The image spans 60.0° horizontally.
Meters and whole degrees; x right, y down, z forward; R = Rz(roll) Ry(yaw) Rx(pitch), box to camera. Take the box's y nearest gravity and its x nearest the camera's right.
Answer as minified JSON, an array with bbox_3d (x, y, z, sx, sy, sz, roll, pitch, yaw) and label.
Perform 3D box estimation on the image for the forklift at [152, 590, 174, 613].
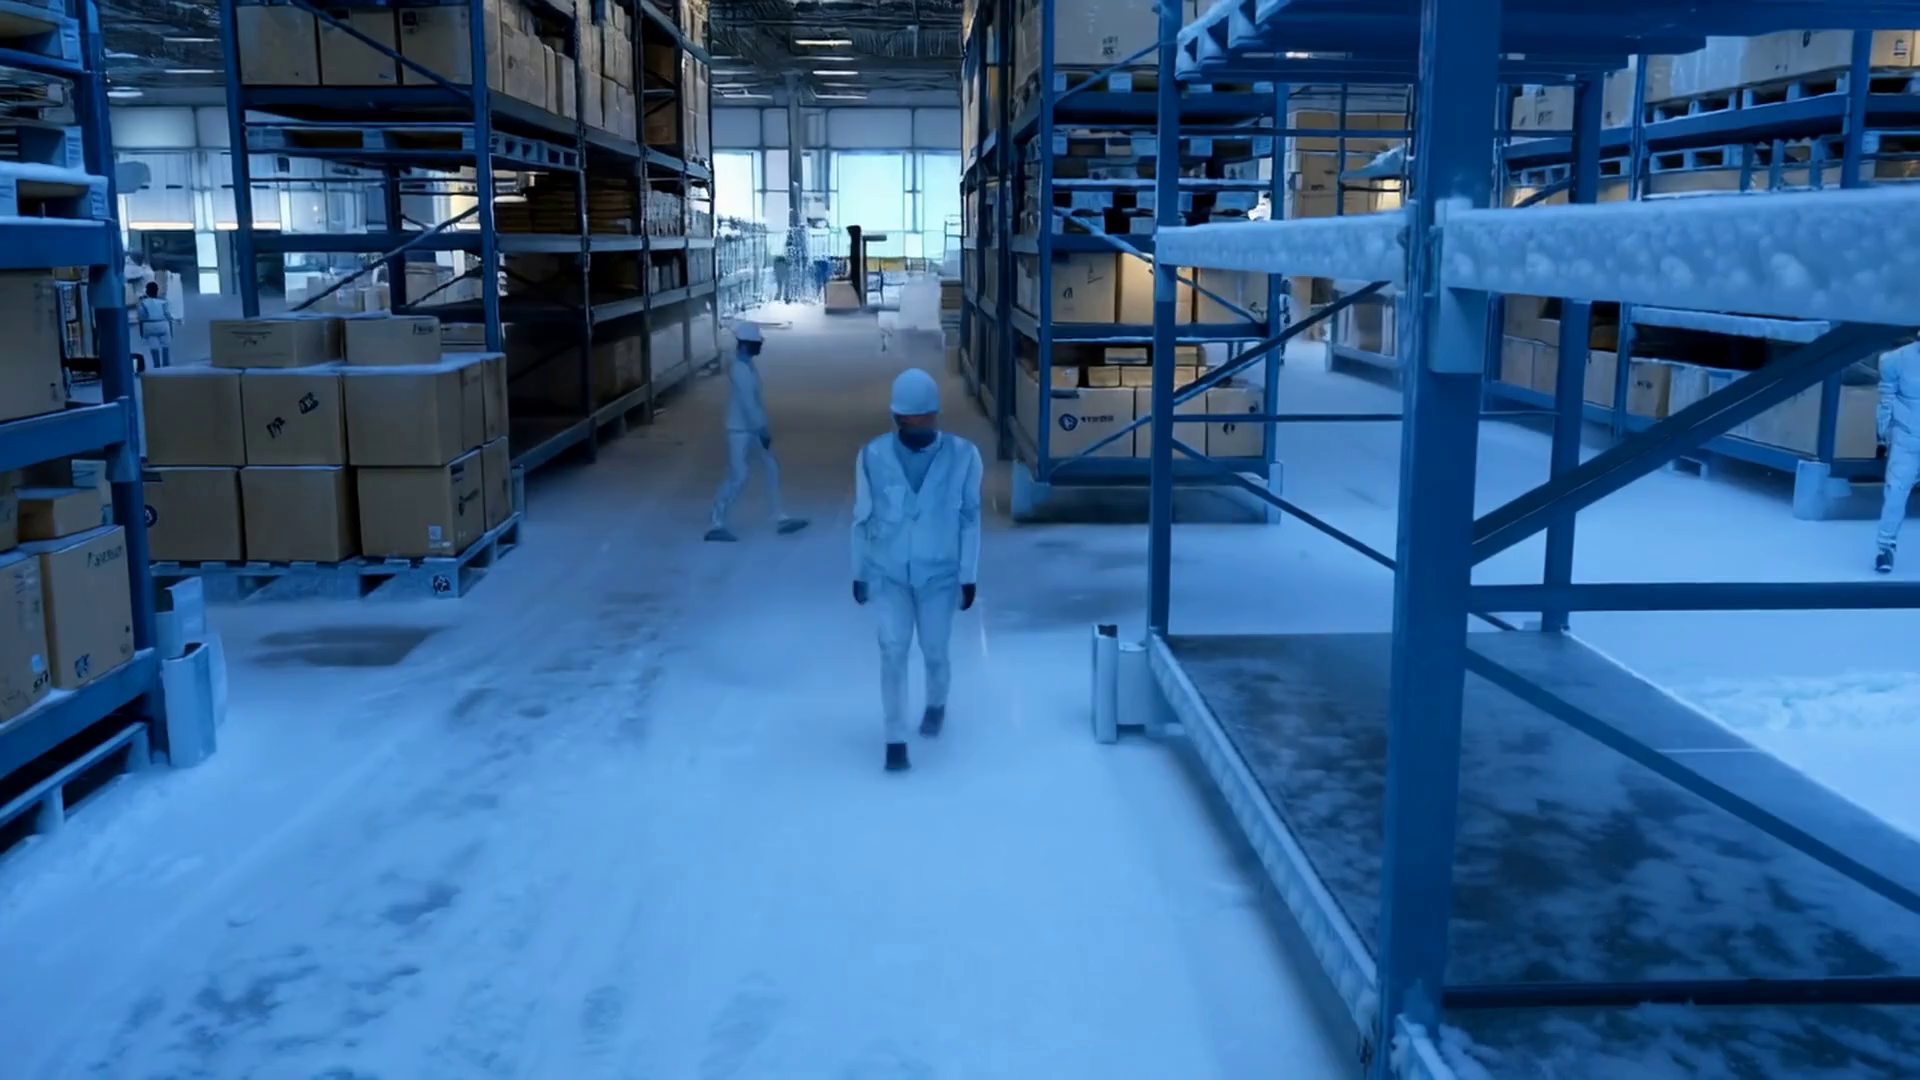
[{"bbox_3d":[-5.858,-0.811,9.639,1.873,2.768,1.129,-1,10,-3],"label":"forklift"}]

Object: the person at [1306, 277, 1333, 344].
[{"bbox_3d":[8.281,-5.504,38.241,0.371,1.997,0.622,-10,14,-44],"label":"person"}]

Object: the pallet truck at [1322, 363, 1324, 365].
[{"bbox_3d":[7.712,-4.157,30.737,1.885,1.965,0.823,3,11,16],"label":"pallet truck"}]

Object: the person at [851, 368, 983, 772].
[{"bbox_3d":[-0.196,0.101,7.577,0.598,1.800,0.731,0,10,1],"label":"person"}]

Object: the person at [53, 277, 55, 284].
[{"bbox_3d":[-20.499,-5.289,37.133,0.367,1.966,0.607,8,13,39],"label":"person"}]

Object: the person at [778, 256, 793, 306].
[{"bbox_3d":[-6.364,-9.460,60.756,0.432,1.825,0.663,7,12,33],"label":"person"}]

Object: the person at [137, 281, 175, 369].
[{"bbox_3d":[-13.510,-3.502,27.943,0.557,1.677,0.526,-6,12,-31],"label":"person"}]

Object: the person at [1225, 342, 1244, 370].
[{"bbox_3d":[5.060,-4.093,30.695,0.629,1.882,0.788,4,11,20],"label":"person"}]

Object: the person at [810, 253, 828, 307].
[{"bbox_3d":[-5.113,-9.411,60.248,0.634,1.925,0.435,-1,10,-8],"label":"person"}]

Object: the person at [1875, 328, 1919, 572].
[{"bbox_3d":[6.812,-0.694,11.747,0.640,1.899,0.396,4,11,23],"label":"person"}]

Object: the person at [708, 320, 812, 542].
[{"bbox_3d":[-1.595,-0.841,13.013,0.856,1.730,0.530,-1,10,-5],"label":"person"}]

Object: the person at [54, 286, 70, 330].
[{"bbox_3d":[-16.014,-3.834,29.292,0.846,1.878,0.648,6,12,30],"label":"person"}]

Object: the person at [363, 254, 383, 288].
[{"bbox_3d":[-16.273,-6.926,46.045,0.691,2.000,0.742,-1,10,-3],"label":"person"}]

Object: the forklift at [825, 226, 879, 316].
[{"bbox_3d":[-3.295,-8.436,52.114,1.873,2.768,1.129,0,10,-2],"label":"forklift"}]

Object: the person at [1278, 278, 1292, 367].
[{"bbox_3d":[5.844,-3.999,30.742,0.615,1.669,0.364,4,11,19],"label":"person"}]
